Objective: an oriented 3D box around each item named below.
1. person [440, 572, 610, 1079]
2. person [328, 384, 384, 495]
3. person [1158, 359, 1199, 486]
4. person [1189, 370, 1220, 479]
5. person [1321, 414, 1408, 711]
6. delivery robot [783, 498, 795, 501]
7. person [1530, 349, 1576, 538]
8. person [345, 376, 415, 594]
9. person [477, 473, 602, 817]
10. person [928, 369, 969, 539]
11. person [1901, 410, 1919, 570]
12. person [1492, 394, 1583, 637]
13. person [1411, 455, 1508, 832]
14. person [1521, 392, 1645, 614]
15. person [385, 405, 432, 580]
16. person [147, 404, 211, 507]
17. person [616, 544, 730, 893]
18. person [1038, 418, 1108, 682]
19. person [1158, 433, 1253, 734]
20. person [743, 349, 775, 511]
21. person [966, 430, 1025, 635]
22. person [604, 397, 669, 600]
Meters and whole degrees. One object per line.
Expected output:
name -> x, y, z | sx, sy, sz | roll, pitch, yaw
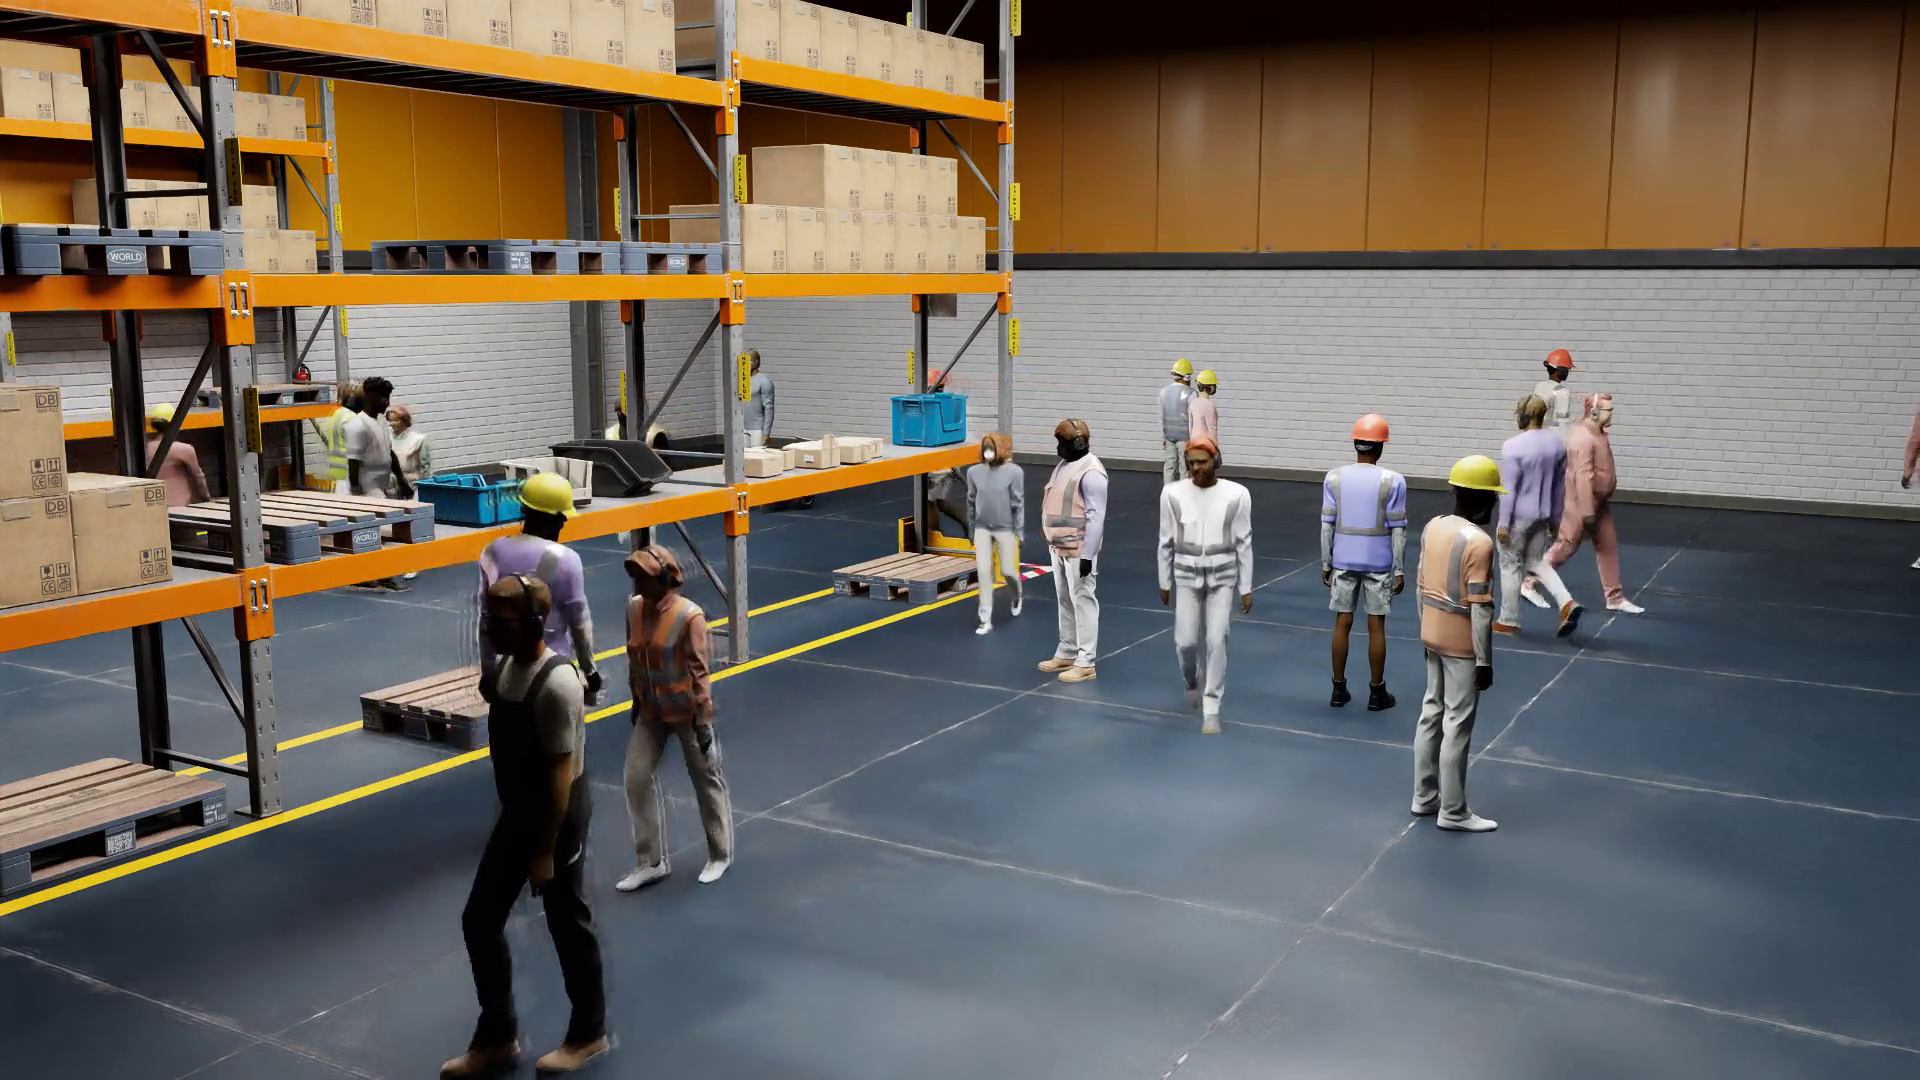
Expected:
person -> -1.542, 1.020, 5.757 | 0.520, 1.819, 0.718 | 9, 13, 44
person -> -5.824, -0.620, 16.131 | 0.960, 1.777, 0.607 | -4, 10, -25
person -> 2.631, -1.234, 19.774 | 0.403, 1.833, 0.591 | -8, 12, -42
person -> 2.745, -1.020, 18.639 | 0.315, 1.769, 0.523 | -3, 10, -20
person -> 2.637, 0.144, 10.849 | 0.552, 1.933, 0.372 | 5, 10, 28
delivery robot -> -2.174, -0.674, 19.958 | 0.707, 0.478, 0.477 | -9, 13, -43
person -> 6.361, -1.027, 17.873 | 0.396, 2.039, 0.607 | -2, 9, -15
person -> -5.130, -0.486, 14.771 | 0.716, 1.928, 0.618 | 0, 9, -3
person -> -2.009, 0.600, 8.173 | 0.585, 1.874, 0.853 | 5, 11, 30
person -> -0.145, -0.730, 16.381 | 0.620, 1.913, 0.541 | 3, 10, 20
person -> 9.547, -0.669, 16.158 | 0.979, 1.863, 0.657 | -6, 11, -31
person -> 4.438, -0.162, 12.826 | 0.633, 1.920, 0.736 | -5, 10, -29
person -> 2.562, 0.522, 8.524 | 0.379, 1.922, 0.592 | -2, 9, -13
person -> 5.224, -0.317, 13.976 | 0.983, 1.864, 0.662 | 6, 11, 32
person -> -5.212, -0.433, 15.466 | 0.518, 1.611, 0.721 | 1, 9, 7
person -> -6.715, -0.298, 14.269 | 0.531, 1.730, 0.784 | 1, 9, 8
person -> -1.356, 0.817, 7.648 | 0.618, 1.606, 0.682 | 7, 11, 36
person -> 0.786, 0.066, 11.643 | 0.429, 1.840, 0.624 | -3, 10, -20
person -> 1.540, 0.252, 10.404 | 0.600, 1.871, 0.539 | 2, 9, 11
person -> -2.494, -1.322, 19.987 | 0.635, 1.939, 0.366 | 8, 12, 40
person -> 0.299, -0.084, 13.253 | 0.509, 1.615, 0.623 | 3, 10, 21
person -> -2.799, -0.392, 14.622 | 0.636, 1.812, 0.622 | 3, 10, 20
